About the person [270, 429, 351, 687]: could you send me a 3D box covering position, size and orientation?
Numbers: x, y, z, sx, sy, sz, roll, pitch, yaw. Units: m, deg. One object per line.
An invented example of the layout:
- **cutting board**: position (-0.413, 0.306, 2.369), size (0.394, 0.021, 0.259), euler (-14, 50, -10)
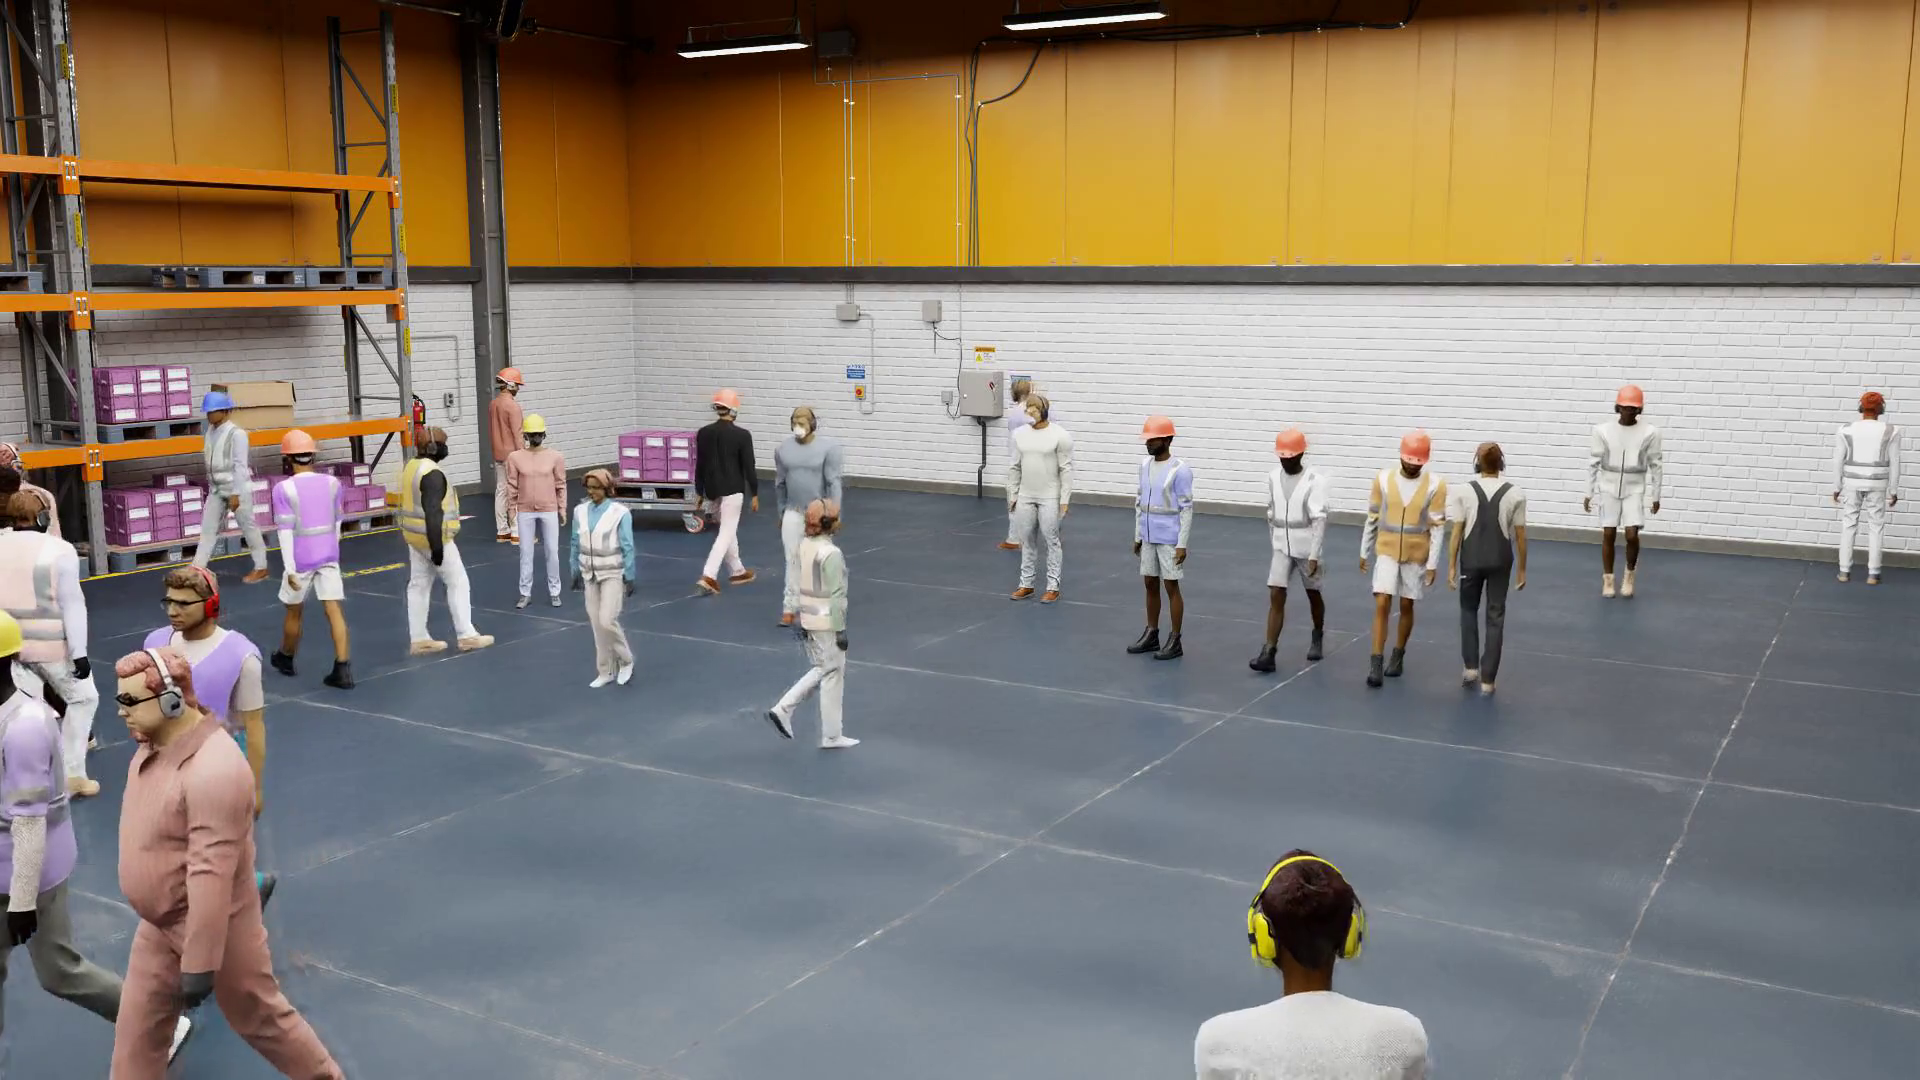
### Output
- **person**: position (-4.831, 0.126, 12.315), size (1.006, 1.883, 0.549), euler (9, 12, 43)

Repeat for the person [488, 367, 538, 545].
- **person**: position (-5.039, -0.940, 18.660), size (0.608, 1.986, 0.389), euler (9, 13, 44)

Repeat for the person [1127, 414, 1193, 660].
- **person**: position (1.564, -0.024, 13.094), size (0.375, 1.935, 0.551), euler (-7, 12, -38)

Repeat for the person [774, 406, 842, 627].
- **person**: position (-1.331, -0.232, 14.570), size (0.644, 1.891, 1.005), euler (2, 9, 15)

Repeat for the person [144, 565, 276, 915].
- **person**: position (-3.182, 0.989, 7.113), size (0.593, 1.826, 0.618), euler (4, 10, 22)

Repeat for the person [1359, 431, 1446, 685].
- **person**: position (3.239, 0.134, 12.245), size (0.604, 1.887, 0.845), euler (3, 10, 19)

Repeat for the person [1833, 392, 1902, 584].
- **person**: position (8.886, -0.513, 16.311), size (0.581, 1.882, 0.341), euler (6, 11, 34)

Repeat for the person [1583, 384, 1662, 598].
- **person**: position (6.156, -0.443, 15.460), size (0.647, 2.019, 0.503), euler (4, 10, 25)

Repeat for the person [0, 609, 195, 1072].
- **person**: position (-3.309, 1.146, 5.960), size (0.892, 1.895, 0.585), euler (-8, 12, -42)

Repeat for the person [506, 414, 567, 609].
- **person**: position (-3.830, -0.256, 15.073), size (0.534, 1.767, 0.315), euler (-1, 9, -8)

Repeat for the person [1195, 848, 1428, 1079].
- **person**: position (0.751, 1.570, 3.581), size (0.530, 1.812, 1.019), euler (-1, 9, -5)

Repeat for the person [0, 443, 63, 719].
- **person**: position (-6.369, 0.294, 11.225), size (0.637, 1.904, 0.403), euler (-3, 9, -16)

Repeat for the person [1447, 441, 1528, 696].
- **person**: position (3.845, 0.190, 12.128), size (0.555, 1.814, 0.716), euler (3, 9, 16)

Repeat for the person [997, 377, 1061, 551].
- **person**: position (0.723, -0.810, 18.035), size (0.647, 1.927, 0.642), euler (6, 11, 35)

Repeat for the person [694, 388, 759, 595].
- **person**: position (-2.251, -0.473, 15.869), size (0.640, 1.954, 1.011), euler (5, 10, 27)

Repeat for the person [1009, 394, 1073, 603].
- **person**: position (0.736, -0.383, 15.341), size (0.634, 1.933, 0.352), euler (5, 11, 30)

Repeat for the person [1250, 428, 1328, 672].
- **person**: position (2.585, 0.067, 12.780), size (0.566, 1.874, 1.034), euler (7, 12, 38)

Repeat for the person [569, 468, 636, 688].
- **person**: position (-2.617, 0.288, 12.139), size (0.518, 1.627, 0.370), euler (5, 10, 28)

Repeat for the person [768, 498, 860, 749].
- **person**: position (-0.907, 0.543, 10.521), size (0.481, 1.625, 0.520), euler (-4, 10, -25)

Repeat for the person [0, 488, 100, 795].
- **person**: position (-5.209, 0.610, 9.476), size (0.660, 1.823, 0.540), euler (1, 9, 8)

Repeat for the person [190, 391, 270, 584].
- **person**: position (-7.110, -0.470, 15.981), size (0.632, 1.892, 0.998), euler (5, 10, 28)

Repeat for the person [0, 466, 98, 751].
- **person**: position (-5.658, 0.489, 9.993), size (0.620, 1.919, 1.018), euler (5, 10, 29)

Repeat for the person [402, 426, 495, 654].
- **person**: position (-4.096, -0.004, 13.321), size (0.756, 1.819, 0.654), euler (-6, 11, -35)

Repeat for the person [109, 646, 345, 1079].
- **person**: position (-2.508, 1.245, 5.487), size (0.649, 1.852, 1.033), euler (9, 12, 43)
